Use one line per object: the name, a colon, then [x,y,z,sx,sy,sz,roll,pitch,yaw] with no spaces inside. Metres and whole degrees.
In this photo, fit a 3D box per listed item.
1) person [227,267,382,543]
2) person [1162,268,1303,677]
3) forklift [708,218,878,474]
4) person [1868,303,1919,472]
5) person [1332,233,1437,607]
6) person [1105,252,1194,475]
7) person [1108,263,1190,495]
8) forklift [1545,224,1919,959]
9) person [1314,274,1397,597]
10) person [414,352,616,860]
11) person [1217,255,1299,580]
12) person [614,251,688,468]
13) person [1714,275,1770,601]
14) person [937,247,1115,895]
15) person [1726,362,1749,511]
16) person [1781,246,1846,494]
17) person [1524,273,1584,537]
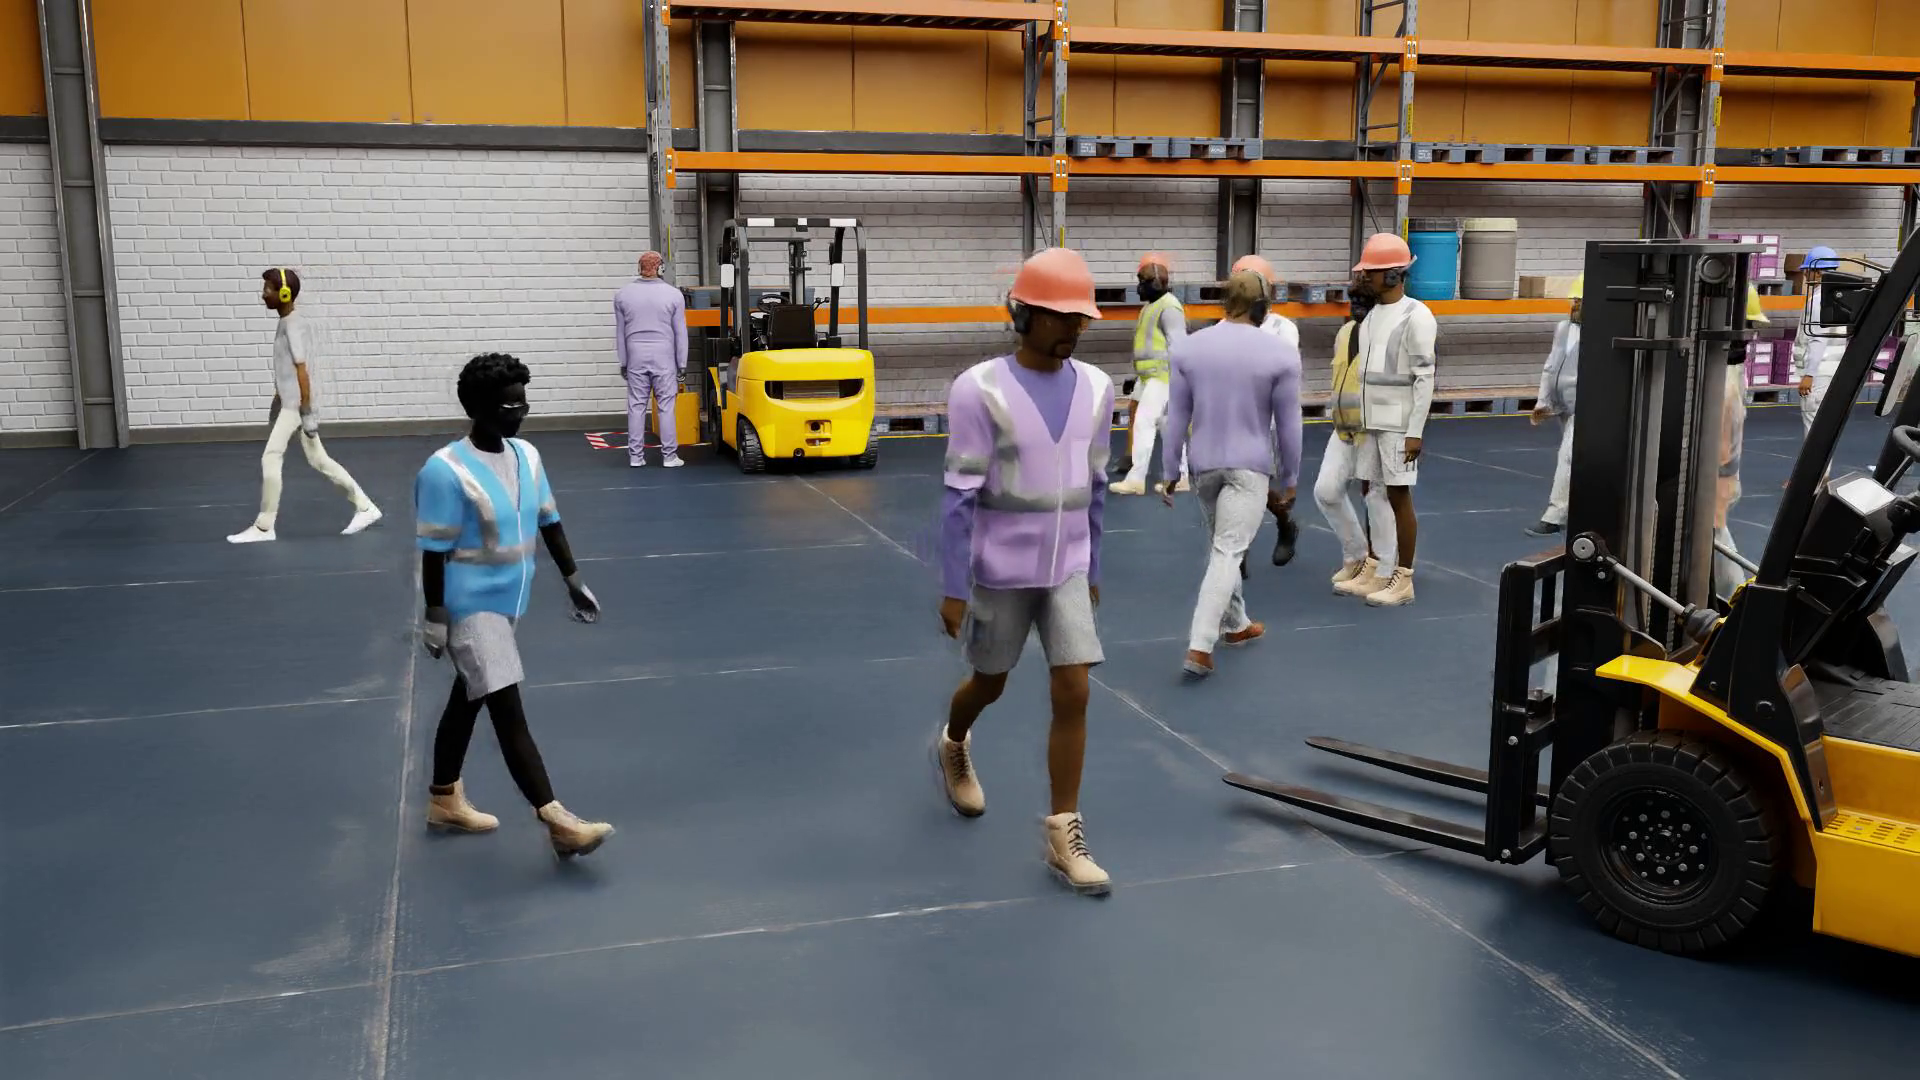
person: [-4.413,-0.908,11.137,0.953,1.834,0.516,-3,11,-16]
person: [1.271,-0.323,7.808,0.631,1.888,1.033,7,12,33]
forklift: [-1.522,-1.778,14.899,1.214,2.155,2.313,-3,11,-17]
person: [8.164,-1.331,14.123,0.873,1.586,0.512,-1,10,-4]
person: [2.323,-0.651,9.141,0.386,2.039,0.615,-4,11,-20]
person: [1.725,-1.477,14.074,0.951,1.905,0.553,-2,11,-12]
person: [1.479,-1.257,13.105,0.823,1.812,0.642,-1,10,-5]
forklift: [2.909,0.117,4.508,2.313,2.155,1.214,9,14,40]
person: [2.292,-0.584,9.356,0.458,1.822,0.652,-5,11,-26]
person: [-1.460,0.220,5.424,0.863,1.643,0.558,3,11,18]
person: [1.736,-0.707,9.774,0.548,1.919,0.608,9,14,42]
person: [-2.685,-1.573,14.592,0.636,1.900,0.403,1,10,3]
person: [2.949,-0.127,6.739,0.979,1.880,0.605,1,10,4]
person: [0.186,0.055,5.404,0.634,2.003,0.993,-5,12,-27]
person: [4.362,-0.659,9.778,0.492,1.821,0.611,0,10,1]
person: [6.784,-1.342,13.180,0.406,1.946,0.608,9,13,39]
person: [4.268,-0.930,11.380,0.931,1.792,0.590,-4,11,-20]
